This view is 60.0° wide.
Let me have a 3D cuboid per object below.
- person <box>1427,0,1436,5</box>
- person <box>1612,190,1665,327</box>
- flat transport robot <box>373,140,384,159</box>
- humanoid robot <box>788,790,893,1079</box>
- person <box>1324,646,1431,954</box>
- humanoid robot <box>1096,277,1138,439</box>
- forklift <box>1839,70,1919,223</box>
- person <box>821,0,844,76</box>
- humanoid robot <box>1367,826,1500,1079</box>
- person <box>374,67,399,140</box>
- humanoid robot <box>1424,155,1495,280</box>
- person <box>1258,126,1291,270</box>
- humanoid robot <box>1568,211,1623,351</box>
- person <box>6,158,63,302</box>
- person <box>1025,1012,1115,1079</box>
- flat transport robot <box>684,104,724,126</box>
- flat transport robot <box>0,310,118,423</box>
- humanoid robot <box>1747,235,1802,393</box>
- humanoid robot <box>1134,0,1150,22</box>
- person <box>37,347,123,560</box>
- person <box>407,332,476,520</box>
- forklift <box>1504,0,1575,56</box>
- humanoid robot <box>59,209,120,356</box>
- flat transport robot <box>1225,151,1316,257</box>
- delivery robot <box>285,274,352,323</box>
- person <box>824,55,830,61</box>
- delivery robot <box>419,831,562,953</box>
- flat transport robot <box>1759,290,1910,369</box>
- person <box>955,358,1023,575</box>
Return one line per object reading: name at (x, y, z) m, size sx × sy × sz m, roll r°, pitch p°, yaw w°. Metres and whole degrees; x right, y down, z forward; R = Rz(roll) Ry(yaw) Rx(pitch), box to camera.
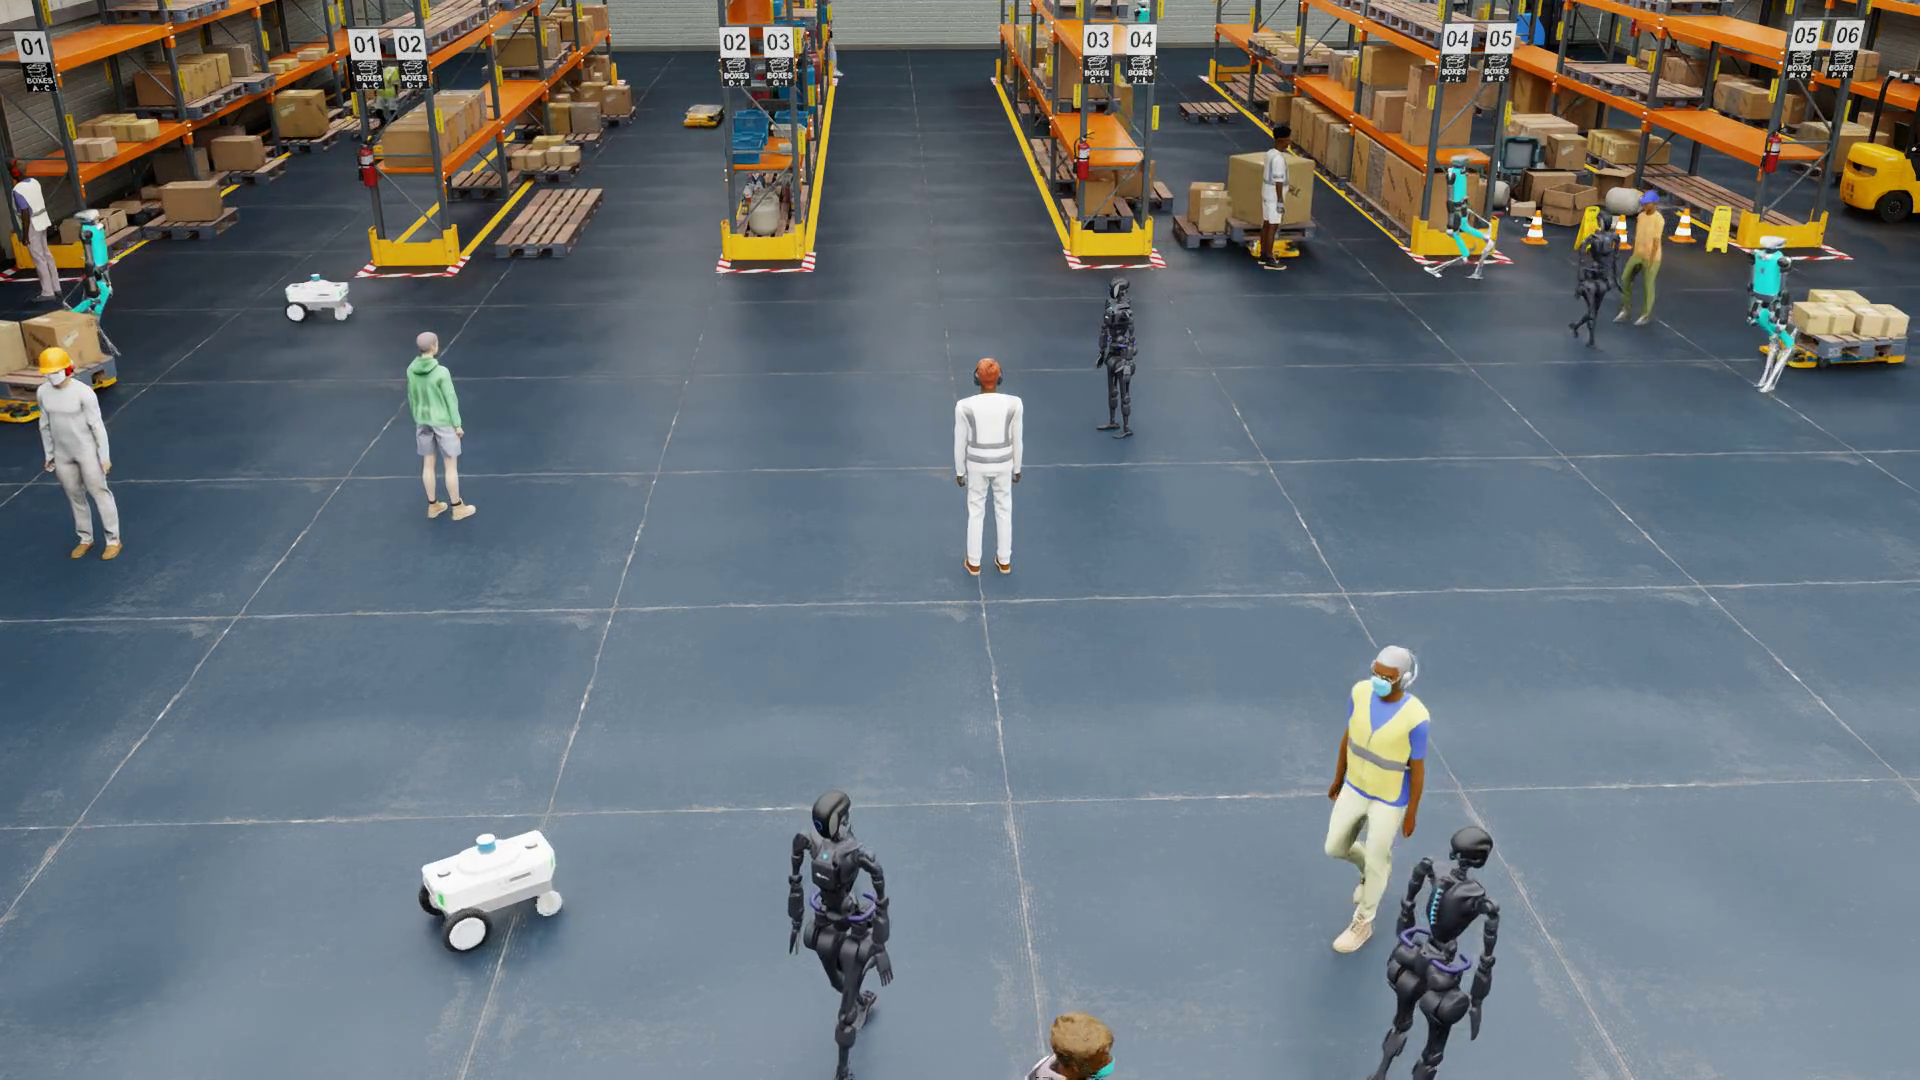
person at (11.725, -13.019, 41.845) m, size 0.400 × 1.800 × 0.596 m, roll -12°, pitch 27°, yaw -25°
person at (8.397, -3.454, 20.475) m, size 0.571 × 1.697 × 0.478 m, roll -11°, pitch 26°, yaw -24°
flat transport robot at (-10.456, -7.299, 30.872) m, size 0.659 × 0.231 × 1.431 m, roll 0°, pitch 24°, yaw -1°
humanoid robot at (-0.573, 1.952, 8.413) m, size 0.615 × 1.638 × 0.753 m, roll 12°, pitch 27°, yaw 24°
person at (2.329, 1.421, 9.297) m, size 0.509 × 1.882 × 0.549 m, roll -21°, pitch 32°, yaw -39°
humanoid robot at (1.608, -1.862, 16.907) m, size 0.315 × 1.657 × 0.599 m, roll -11°, pitch 26°, yaw -23°
forklift at (15.132, -6.143, 25.915) m, size 2.313 × 2.155 × 1.214 m, roll -1°, pitch 24°, yaw -2°
person at (-3.230, -11.853, 39.189) m, size 0.858 × 1.828 × 0.514 m, roll 3°, pitch 24°, yaw 6°
humanoid robot at (2.281, 2.090, 8.037) m, size 0.394 × 1.635 × 0.590 m, roll -17°, pitch 29°, yaw -33°
person at (-10.951, -8.457, 31.724) m, size 0.539 × 1.677 × 0.444 m, roll 0°, pitch 24°, yaw 1°
humanoid robot at (6.788, -4.238, 22.205) m, size 1.030 × 1.729 × 0.546 m, roll 17°, pitch 29°, yaw 34°
person at (4.375, -4.751, 23.074) m, size 0.367 × 1.963 × 0.608 m, roll -2°, pitch 24°, yaw -4°
humanoid robot at (7.573, -3.121, 19.825) m, size 0.611 × 1.653 × 0.679 m, roll -3°, pitch 24°, yaw -7°
person at (-12.006, -4.013, 21.564) m, size 0.394 × 1.839 × 0.571 m, roll -2°, pitch 24°, yaw -5°
person at (0.465, 2.638, 6.577) m, size 0.613 × 1.895 × 0.498 m, roll -2°, pitch 24°, yaw -5°
flat transport robot at (-5.215, -8.681, 33.977) m, size 0.659 × 0.231 × 1.431 m, roll 0°, pitch 24°, yaw 0°
flat transport robot at (-9.950, -1.601, 18.070) m, size 0.659 × 0.231 × 1.431 m, roll 6°, pitch 25°, yaw 13°
humanoid robot at (8.979, -2.464, 18.253) m, size 0.780 × 1.813 × 0.548 m, roll -10°, pitch 26°, yaw -21°
humanoid robot at (4.124, -11.840, 39.106) m, size 0.533 × 1.677 × 0.735 m, roll -17°, pitch 29°, yaw -33°
person at (-7.515, -0.738, 14.146) m, size 0.569 × 1.889 × 0.389 m, roll 2°, pitch 24°, yaw 5°
person at (-4.706, -1.016, 14.942) m, size 0.482 × 1.741 × 0.317 m, roll 7°, pitch 25°, yaw 16°
forklift at (14.700, -13.805, 42.301) m, size 1.873 × 2.768 × 1.129 m, roll -1°, pitch 24°, yaw -2°
humanoid robot at (-10.122, -2.889, 19.252) m, size 0.708 × 1.856 × 0.549 m, roll -3°, pitch 24°, yaw -6°
flat transport robot at (4.485, -4.408, 24.378) m, size 0.659 × 0.231 × 1.431 m, roll -1°, pitch 24°, yaw -2°
delivery robot at (-8.112, -3.045, 20.979) m, size 0.808 × 0.607 × 0.499 m, roll -2°, pitch 24°, yaw -4°
person at (-3.679, -12.757, 41.329) m, size 0.894 × 1.721 × 0.533 m, roll -11°, pitch 26°, yaw -23°
delivery robot at (-2.729, 1.977, 9.651) m, size 0.756 × 0.571 × 0.499 m, roll -15°, pitch 28°, yaw -30°
flat transport robot at (10.210, -2.229, 19.482) m, size 1.431 × 0.231 × 0.659 m, roll -4°, pitch 24°, yaw -9°
person at (0.239, -0.602, 13.856) m, size 0.566 × 1.878 × 0.354 m, roll -1°, pitch 24°, yaw -3°
